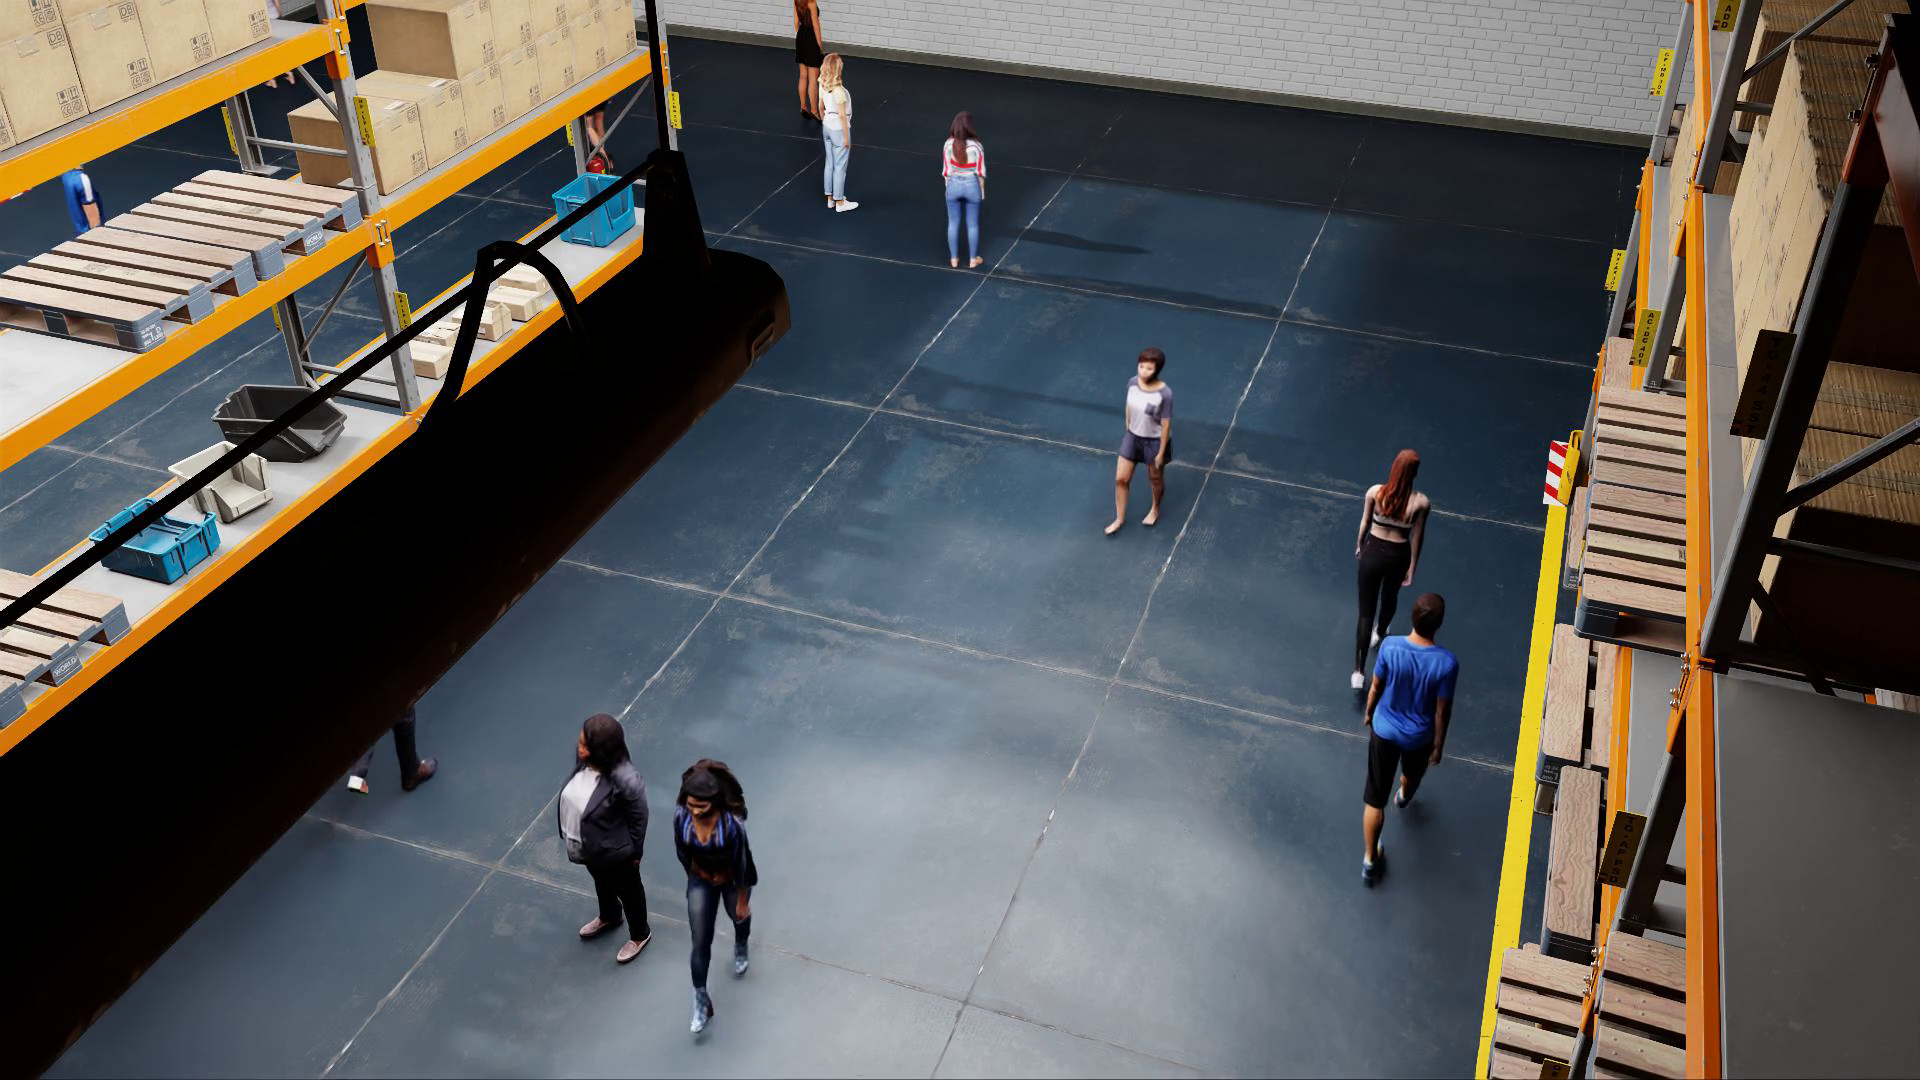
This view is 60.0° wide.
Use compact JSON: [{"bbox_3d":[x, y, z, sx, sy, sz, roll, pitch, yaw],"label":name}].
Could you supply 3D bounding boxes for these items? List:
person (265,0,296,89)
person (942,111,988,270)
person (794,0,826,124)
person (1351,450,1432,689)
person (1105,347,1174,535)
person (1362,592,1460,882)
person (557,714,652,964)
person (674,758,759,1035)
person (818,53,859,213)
[{"bbox_3d":[-8.996,-6.748,21.547,0.587,1.706,0.715,-29,43,-36],"label":"person"},{"bbox_3d":[0.036,-3.541,16.806,0.625,1.612,0.551,6,34,9],"label":"person"},{"bbox_3d":[-1.852,-6.015,20.327,0.652,1.835,0.652,28,43,35],"label":"person"},{"bbox_3d":[2.801,0.215,11.071,0.577,1.707,1.148,11,35,16],"label":"person"},{"bbox_3d":[1.472,-0.807,12.753,0.701,1.545,0.855,22,39,29],"label":"person"},{"bbox_3d":[2.509,1.174,9.522,0.647,1.823,1.156,12,36,18],"label":"person"},{"bbox_3d":[-1.919,1.606,9.075,0.759,1.598,0.772,25,41,32],"label":"person"},{"bbox_3d":[-1.254,1.763,8.847,0.751,1.589,0.989,4,34,5],"label":"person"},{"bbox_3d":[-1.347,-4.420,18.029,0.727,1.723,0.714,-23,40,-30],"label":"person"}]
